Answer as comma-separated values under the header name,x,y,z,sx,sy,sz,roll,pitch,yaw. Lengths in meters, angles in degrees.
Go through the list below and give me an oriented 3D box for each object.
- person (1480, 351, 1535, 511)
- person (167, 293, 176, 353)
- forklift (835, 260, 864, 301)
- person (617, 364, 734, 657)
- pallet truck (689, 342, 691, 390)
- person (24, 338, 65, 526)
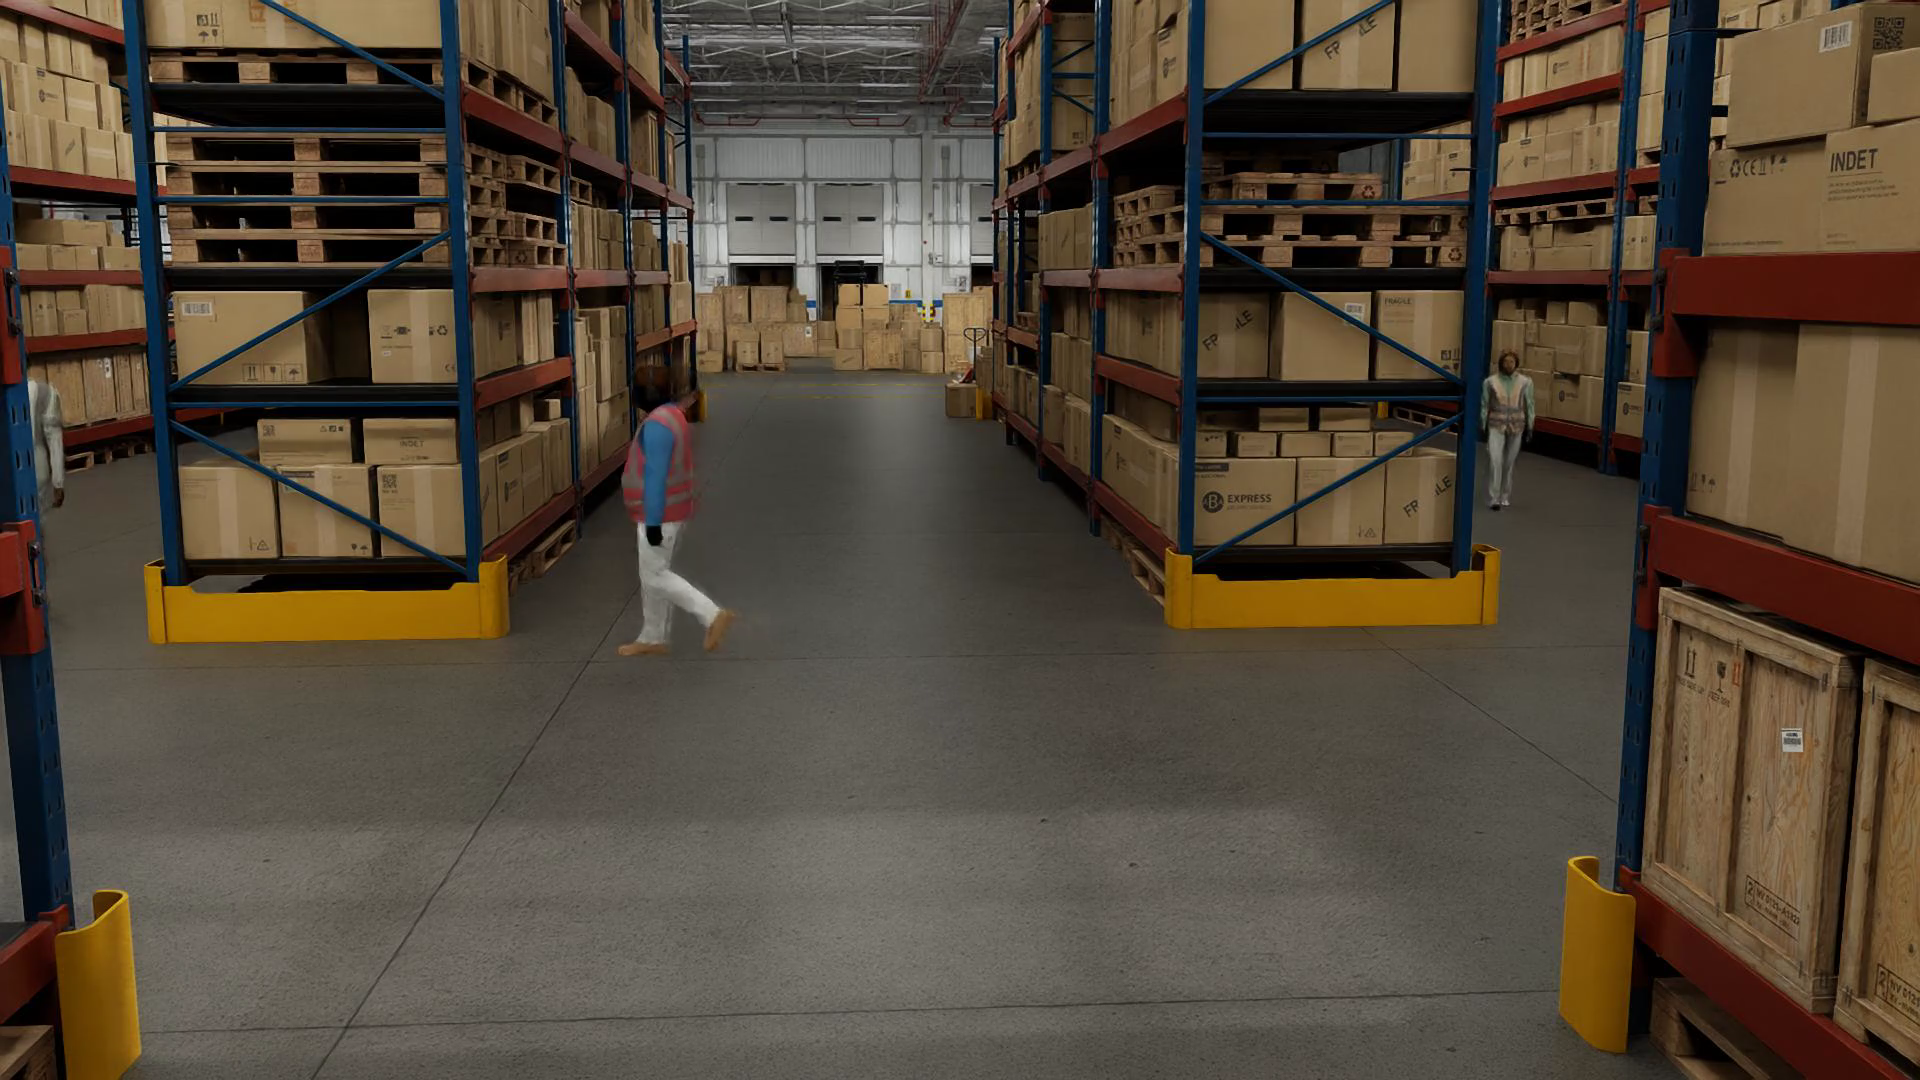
name,x,y,z,sx,sy,sz,roll,pitch,yaw
person,5.494,-1.093,16.713,0.514,1.591,0.847,2,9,12
person,-23.884,-6.553,49.991,0.604,1.913,0.533,5,10,28
forklift,-3.500,-7.489,52.851,1.129,2.768,1.873,-1,9,-4
person,-1.761,-0.160,10.145,0.660,1.829,0.630,0,9,-2
pallet truck,-5.225,-3.008,27.480,1.885,1.965,0.823,2,9,14
person,-6.469,-0.437,11.379,0.630,1.987,1.048,-6,11,-35
